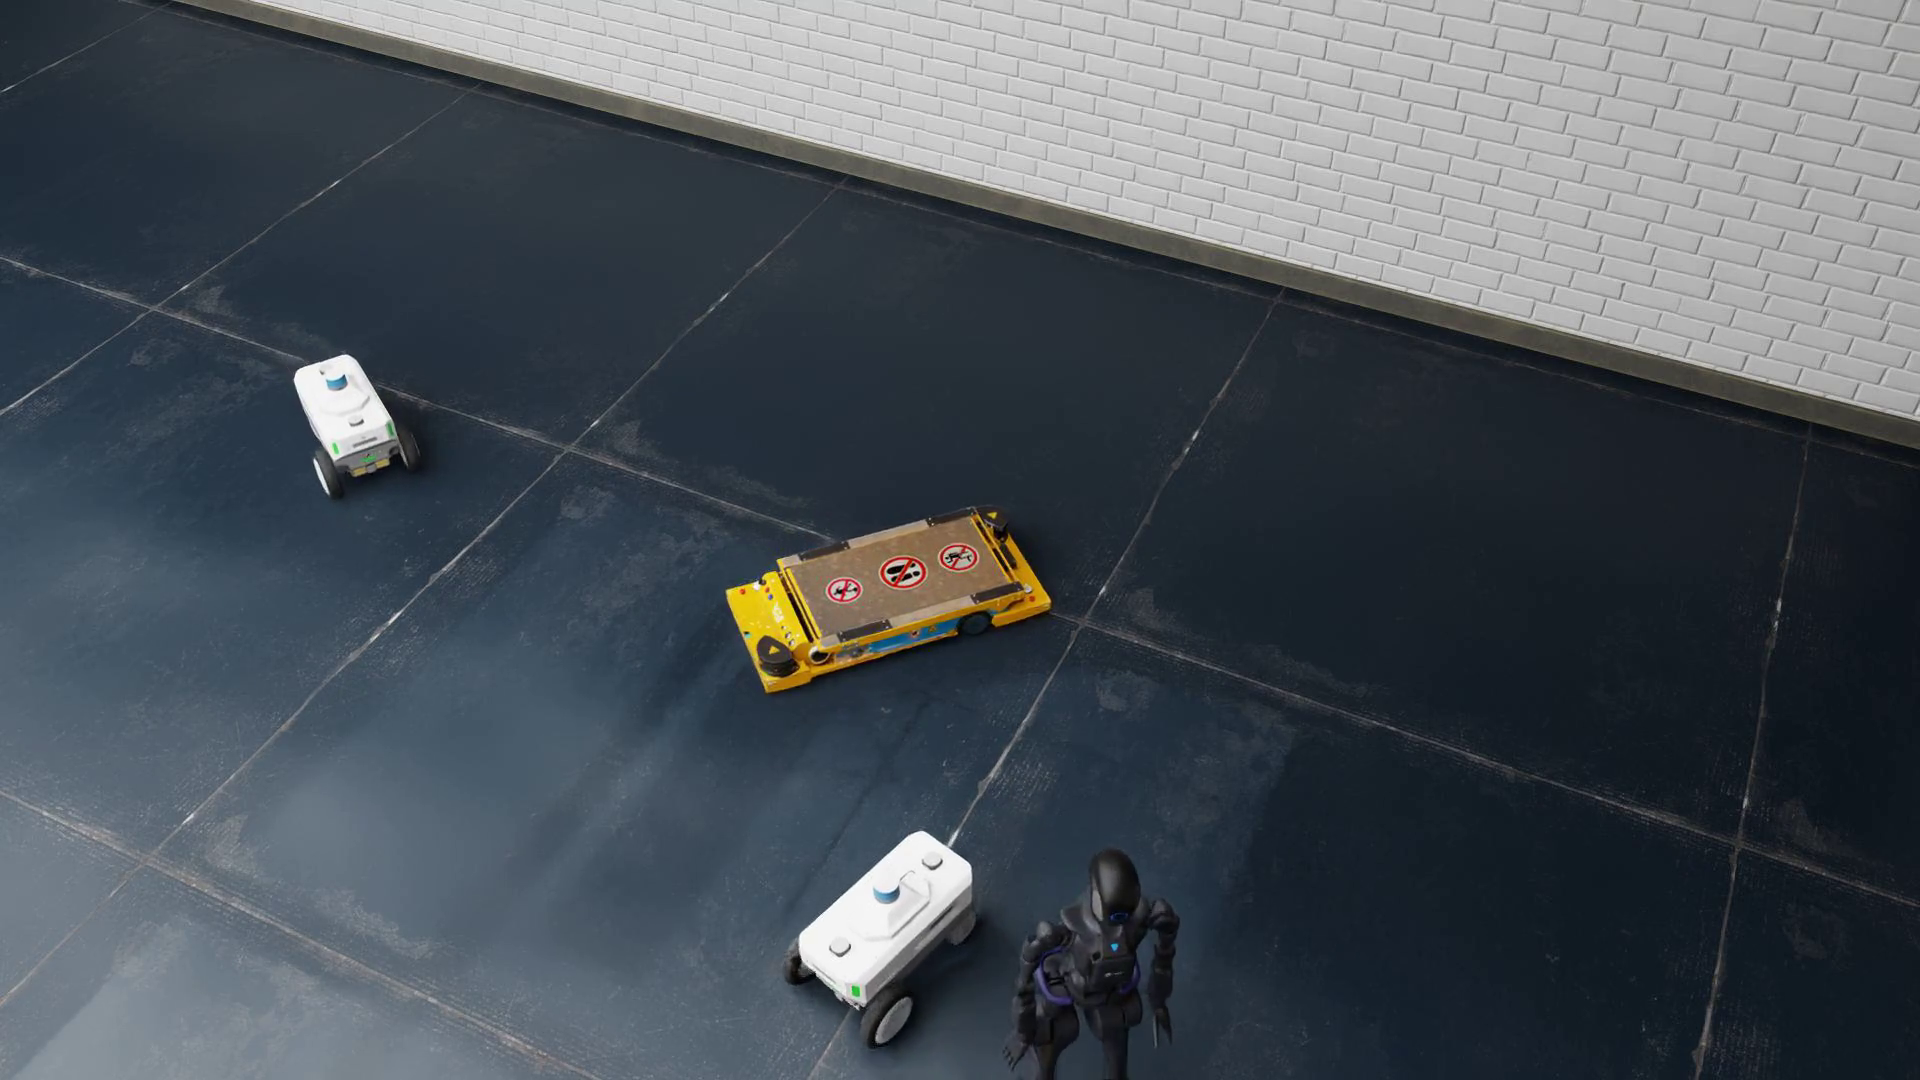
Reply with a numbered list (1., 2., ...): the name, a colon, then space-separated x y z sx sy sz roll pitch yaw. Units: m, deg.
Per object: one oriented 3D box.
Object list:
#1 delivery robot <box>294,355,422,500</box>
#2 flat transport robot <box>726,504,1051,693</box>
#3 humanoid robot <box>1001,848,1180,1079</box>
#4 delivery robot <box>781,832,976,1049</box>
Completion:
1. delivery robot: -3.211 -0.640 8.726 0.499 0.583 0.767 -23 48 -23
2. flat transport robot: -0.344 0.261 7.974 1.431 0.231 0.659 -15 45 -16
3. humanoid robot: 0.424 1.536 5.572 0.599 1.647 0.366 -10 44 -11
4. delivery robot: -0.289 1.512 6.425 0.499 0.610 0.814 31 51 29
